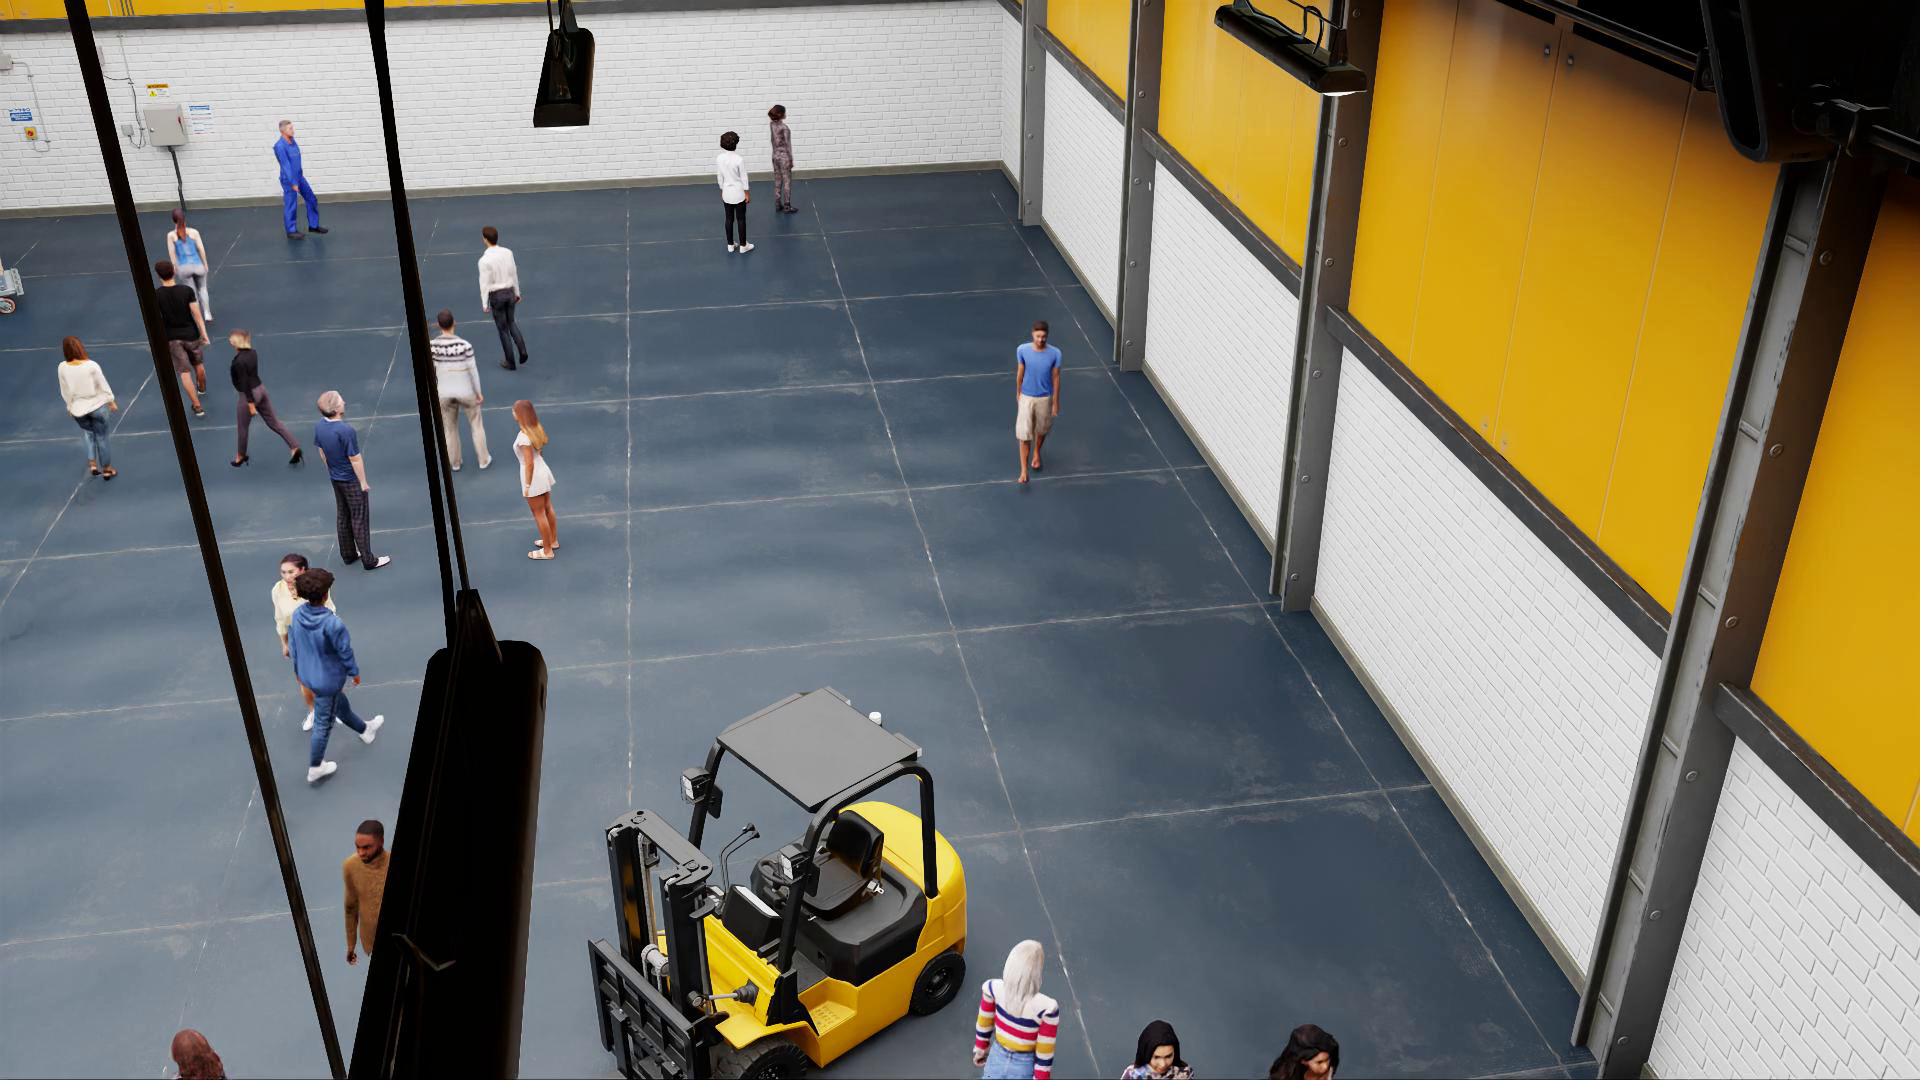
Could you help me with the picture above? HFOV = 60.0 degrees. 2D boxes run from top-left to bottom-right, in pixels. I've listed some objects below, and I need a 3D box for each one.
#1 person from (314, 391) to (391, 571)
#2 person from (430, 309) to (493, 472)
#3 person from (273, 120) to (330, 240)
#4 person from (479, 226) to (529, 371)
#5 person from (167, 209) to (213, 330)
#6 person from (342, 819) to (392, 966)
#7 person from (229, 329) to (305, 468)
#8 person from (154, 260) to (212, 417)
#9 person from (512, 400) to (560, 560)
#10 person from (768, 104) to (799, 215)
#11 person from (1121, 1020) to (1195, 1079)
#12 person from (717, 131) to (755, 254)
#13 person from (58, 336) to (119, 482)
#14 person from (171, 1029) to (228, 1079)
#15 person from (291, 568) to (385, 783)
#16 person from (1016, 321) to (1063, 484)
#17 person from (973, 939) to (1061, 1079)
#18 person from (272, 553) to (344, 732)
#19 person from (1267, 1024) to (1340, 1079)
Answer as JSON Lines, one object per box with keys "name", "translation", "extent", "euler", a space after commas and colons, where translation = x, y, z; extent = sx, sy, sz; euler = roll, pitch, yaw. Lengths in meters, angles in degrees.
{"name": "person", "translation": [-6.015, -0.594, 16.311], "extent": [0.730, 1.871, 0.768], "euler": [16, 32, 26]}
{"name": "person", "translation": [-5.532, -1.612, 18.192], "extent": [0.741, 1.856, 0.669], "euler": [-1, 29, -2]}
{"name": "person", "translation": [-10.256, -5.481, 25.338], "extent": [0.935, 1.806, 0.881], "euler": [5, 29, 10]}
{"name": "person", "translation": [-5.638, -2.981, 20.697], "extent": [0.901, 1.861, 0.846], "euler": [21, 35, 34]}
{"name": "person", "translation": [-10.187, -3.571, 22.057], "extent": [0.681, 1.594, 0.725], "euler": [-18, 34, -30]}
{"name": "person", "translation": [-3.636, 2.503, 10.702], "extent": [0.739, 1.805, 0.762], "euler": [4, 29, 8]}
{"name": "person", "translation": [-7.641, -1.511, 18.251], "extent": [0.845, 1.623, 1.040], "euler": [2, 29, 4]}
{"name": "person", "translation": [-9.145, -2.338, 19.562], "extent": [0.969, 1.819, 1.240], "euler": [-16, 32, -26]}
{"name": "person", "translation": [-4.217, -0.614, 16.531], "extent": [0.696, 1.696, 0.589], "euler": [4, 29, 7]}
{"name": "person", "translation": [-2.851, -6.086, 26.541], "extent": [0.721, 1.715, 0.635], "euler": [-25, 37, -38]}
{"name": "person", "translation": [1.067, 3.358, 9.211], "extent": [0.610, 1.733, 0.525], "euler": [-7, 29, -12]}
{"name": "person", "translation": [-3.372, -5.193, 24.807], "extent": [0.727, 1.810, 0.744], "euler": [10, 30, 18]}
{"name": "person", "translation": [-9.431, -1.388, 17.974], "extent": [0.662, 1.673, 0.614], "euler": [-1, 29, -1]}
{"name": "person", "translation": [-4.445, 3.371, 9.867], "extent": [0.764, 1.081, 0.783], "euler": [11, 30, 19]}
{"name": "person", "translation": [-5.137, 1.130, 13.264], "extent": [1.100, 1.763, 1.211], "euler": [13, 31, 23]}
{"name": "person", "translation": [0.831, -1.601, 18.209], "extent": [0.800, 1.822, 1.204], "euler": [2, 29, 3]}
{"name": "person", "translation": [0.259, 3.149, 9.569], "extent": [1.120, 1.756, 1.278], "euler": [12, 31, 22]}
{"name": "person", "translation": [-5.453, 0.825, 13.956], "extent": [0.661, 1.636, 0.619], "euler": [-2, 29, -5]}
{"name": "person", "translation": [1.855, 3.322, 9.416], "extent": [0.801, 1.599, 1.033], "euler": [-16, 32, -26]}
